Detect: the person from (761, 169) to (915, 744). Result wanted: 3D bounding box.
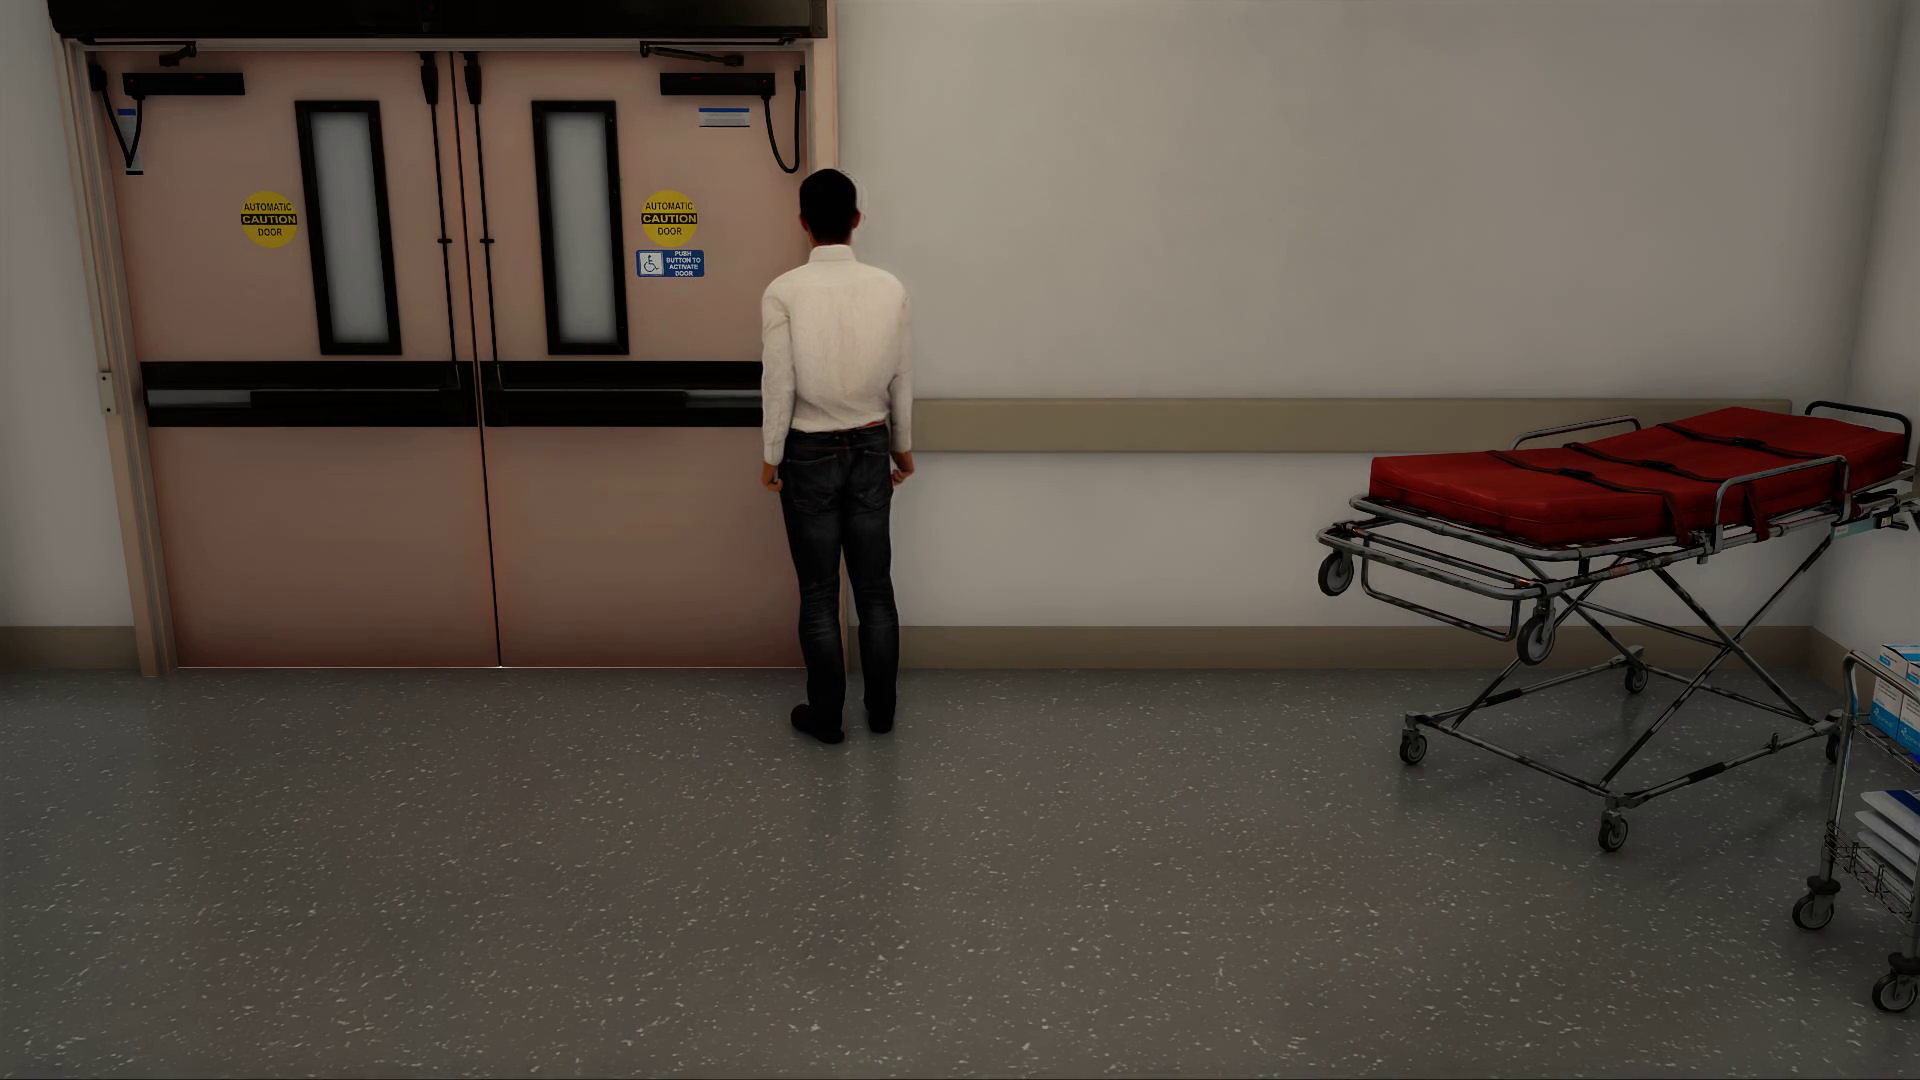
[{"bbox_3d":[-0.388,-0.253,5.277,0.735,1.809,0.682,-6,17,-22],"label":"person"}]
